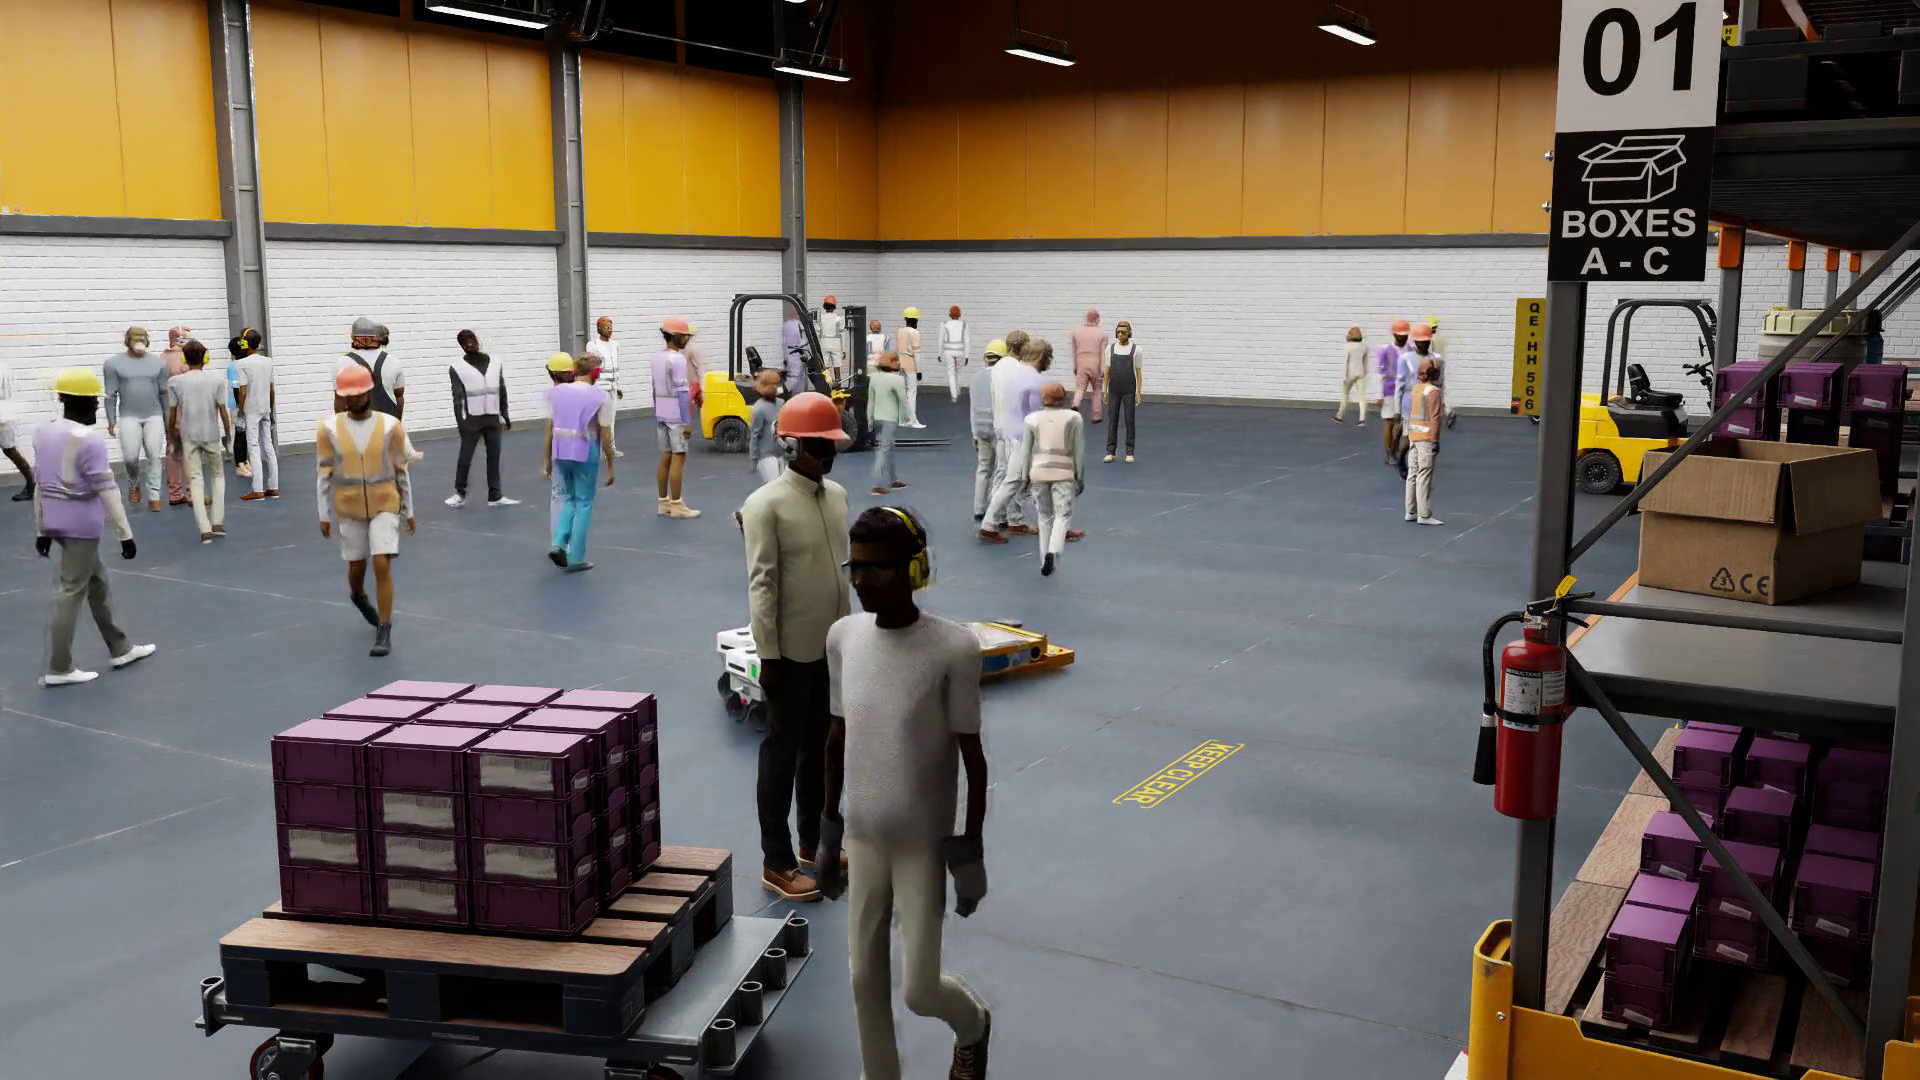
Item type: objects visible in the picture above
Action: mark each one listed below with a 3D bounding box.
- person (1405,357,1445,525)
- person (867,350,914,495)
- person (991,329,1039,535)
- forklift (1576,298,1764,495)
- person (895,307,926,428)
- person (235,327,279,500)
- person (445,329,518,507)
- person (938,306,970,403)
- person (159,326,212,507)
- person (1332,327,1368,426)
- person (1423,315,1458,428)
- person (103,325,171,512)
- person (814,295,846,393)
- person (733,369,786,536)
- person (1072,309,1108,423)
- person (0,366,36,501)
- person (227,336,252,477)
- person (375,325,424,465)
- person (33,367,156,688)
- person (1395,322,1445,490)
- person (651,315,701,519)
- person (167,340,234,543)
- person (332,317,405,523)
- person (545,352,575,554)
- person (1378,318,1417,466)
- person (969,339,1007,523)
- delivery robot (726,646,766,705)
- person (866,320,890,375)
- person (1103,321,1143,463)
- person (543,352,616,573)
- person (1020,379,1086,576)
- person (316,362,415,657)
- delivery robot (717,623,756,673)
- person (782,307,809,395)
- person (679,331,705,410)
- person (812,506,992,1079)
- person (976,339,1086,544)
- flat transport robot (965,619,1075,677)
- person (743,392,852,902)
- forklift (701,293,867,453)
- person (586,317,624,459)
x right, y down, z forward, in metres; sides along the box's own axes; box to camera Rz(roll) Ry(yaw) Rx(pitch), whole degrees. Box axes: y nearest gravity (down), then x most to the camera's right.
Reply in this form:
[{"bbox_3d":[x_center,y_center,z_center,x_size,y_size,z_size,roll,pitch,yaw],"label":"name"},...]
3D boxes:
[{"bbox_3d":[4.558,-0.969,16.311,0.315,1.641,0.515,-1,9,-9],"label":"person"},{"bbox_3d":[-0.741,-1.315,18.581,0.741,1.605,0.500,-8,12,-42],"label":"person"},{"bbox_3d":[0.505,-1.012,15.676,0.370,1.934,0.627,-4,10,-23],"label":"person"},{"bbox_3d":[7.954,-1.589,18.462,2.313,2.155,1.214,5,11,30],"label":"forklift"},{"bbox_3d":[-0.795,-2.736,26.446,0.377,1.929,0.585,-6,11,-35],"label":"person"},{"bbox_3d":[-7.656,-1.365,18.058,0.328,1.876,0.513,4,10,22],"label":"person"},{"bbox_3d":[-5.085,-1.272,17.493,0.396,1.877,0.731,8,12,42],"label":"person"},{"bbox_3d":[-0.115,-3.547,31.841,0.581,1.835,1.005,-2,9,-10],"label":"person"},{"bbox_3d":[-8.203,-1.305,17.598,0.643,1.905,0.399,5,10,29],"label":"person"},{"bbox_3d":[6.391,-2.659,27.025,0.517,1.578,0.871,-3,10,-18],"label":"person"},{"bbox_3d":[7.432,-2.627,26.137,0.598,1.814,0.753,-8,12,-41],"label":"person"},{"bbox_3d":[-8.453,-1.248,17.165,0.652,1.921,0.471,-6,11,-35],"label":"person"},{"bbox_3d":[-2.476,-3.651,31.798,0.605,2.045,0.378,1,9,3],"label":"person"},{"bbox_3d":[-1.767,-0.747,15.006,0.669,1.610,0.497,4,10,21],"label":"person"},{"bbox_3d":[2.096,-2.821,27.127,0.639,1.881,0.769,4,10,21],"label":"person"},{"bbox_3d":[-10.325,-1.300,17.673,0.556,1.870,1.038,7,11,37],"label":"person"},{"bbox_3d":[-8.680,-1.609,20.127,0.318,1.700,0.535,-2,9,-10],"label":"person"},{"bbox_3d":[-7.270,-1.820,21.115,0.627,1.798,0.920,5,10,29],"label":"person"},{"bbox_3d":[-5.200,-0.094,10.049,0.614,1.887,0.878,6,11,33],"label":"person"},{"bbox_3d":[5.249,-1.539,19.067,0.562,1.915,0.699,0,9,-2],"label":"person"},{"bbox_3d":[-2.846,-1.230,16.701,0.395,2.038,0.615,-7,11,-36],"label":"person"},{"bbox_3d":[-6.987,-0.911,15.310,0.549,1.843,0.693,-3,10,-20],"label":"person"},{"bbox_3d":[-5.784,-1.153,16.220,0.682,2.000,0.537,-7,11,-37],"label":"person"},{"bbox_3d":[-3.486,-0.762,14.635,0.313,1.768,0.527,-2,9,-12],"label":"person"},{"bbox_3d":[5.551,-1.874,21.154,0.554,1.902,0.596,-2,9,-13],"label":"person"},{"bbox_3d":[0.356,-1.053,16.306,0.412,1.815,0.601,-9,13,-44],"label":"person"},{"bbox_3d":[-0.916,0.679,9.115,0.707,0.478,0.477,-7,11,-36],"label":"delivery robot"},{"bbox_3d":[-1.489,-3.088,29.540,0.515,1.641,0.315,-4,10,-21],"label":"person"},{"bbox_3d":[2.107,-1.916,21.587,0.504,1.847,0.345,3,9,16],"label":"person"},{"bbox_3d":[-3.116,-0.631,13.651,0.618,1.812,0.474,4,10,22],"label":"person"},{"bbox_3d":[0.731,-0.484,13.378,0.537,1.604,0.668,2,9,13],"label":"person"},{"bbox_3d":[-3.897,-0.230,10.919,0.580,1.903,0.818,-3,10,-17],"label":"person"},{"bbox_3d":[-1.047,0.602,9.596,0.477,0.478,0.707,9,13,44],"label":"delivery robot"},{"bbox_3d":[-2.865,-3.246,29.791,0.783,1.870,0.671,-5,10,-28],"label":"person"},{"bbox_3d":[-3.987,-2.377,24.932,0.975,1.699,0.534,-6,11,-32],"label":"person"},{"bbox_3d":[-0.145,0.807,4.573,0.540,1.851,0.586,5,11,31],"label":"person"},{"bbox_3d":[0.615,-0.879,15.069,1.018,1.871,0.643,-1,9,-6],"label":"person"},{"bbox_3d":[-0.051,0.703,10.141,1.431,0.197,0.652,-7,11,-37],"label":"flat transport robot"},{"bbox_3d":[-0.607,0.408,6.618,0.378,1.995,0.608,5,10,29],"label":"person"},{"bbox_3d":[-2.458,-2.344,23.176,2.313,2.155,1.214,0,9,-2],"label":"forklift"},{"bbox_3d":[-4.723,-2.025,22.147,0.337,1.882,0.584,6,11,31],"label":"person"}]
